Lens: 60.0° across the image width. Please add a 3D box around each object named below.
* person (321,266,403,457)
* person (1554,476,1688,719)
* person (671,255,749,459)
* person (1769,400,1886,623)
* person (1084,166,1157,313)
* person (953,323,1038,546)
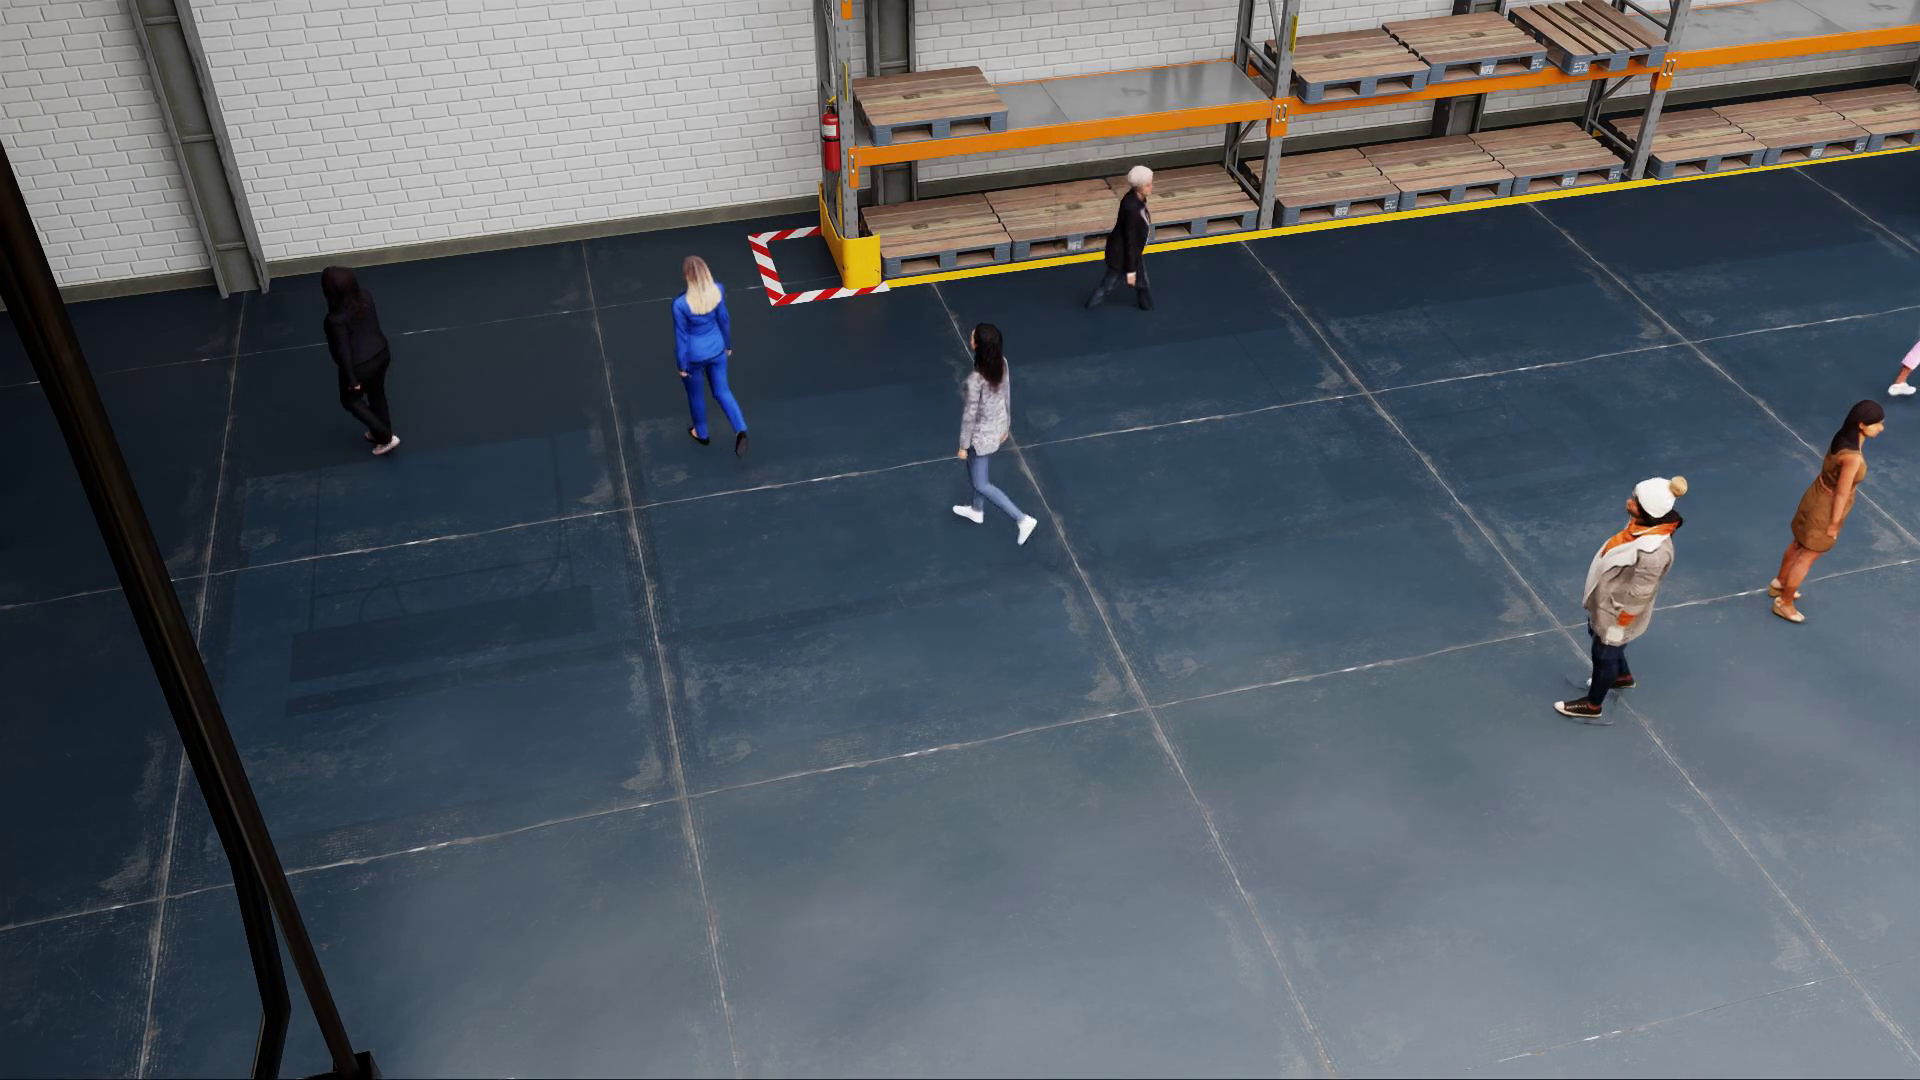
[{"bbox_3d":[-4.427,-1.332,12.494,0.847,1.608,0.805,11,40,14],"label":"person"},{"bbox_3d":[4.108,0.334,10.183,0.910,1.889,0.865,11,40,13],"label":"person"},{"bbox_3d":[-1.866,-1.334,12.436,1.016,1.682,0.937,-28,46,-31],"label":"person"},{"bbox_3d":[5.734,-0.207,11.022,0.668,1.686,0.645,11,40,13],"label":"person"},{"bbox_3d":[1.363,-2.424,14.383,1.258,1.733,1.147,10,40,12],"label":"person"},{"bbox_3d":[0.235,-0.703,11.627,1.060,1.705,1.022,23,44,26],"label":"person"}]
